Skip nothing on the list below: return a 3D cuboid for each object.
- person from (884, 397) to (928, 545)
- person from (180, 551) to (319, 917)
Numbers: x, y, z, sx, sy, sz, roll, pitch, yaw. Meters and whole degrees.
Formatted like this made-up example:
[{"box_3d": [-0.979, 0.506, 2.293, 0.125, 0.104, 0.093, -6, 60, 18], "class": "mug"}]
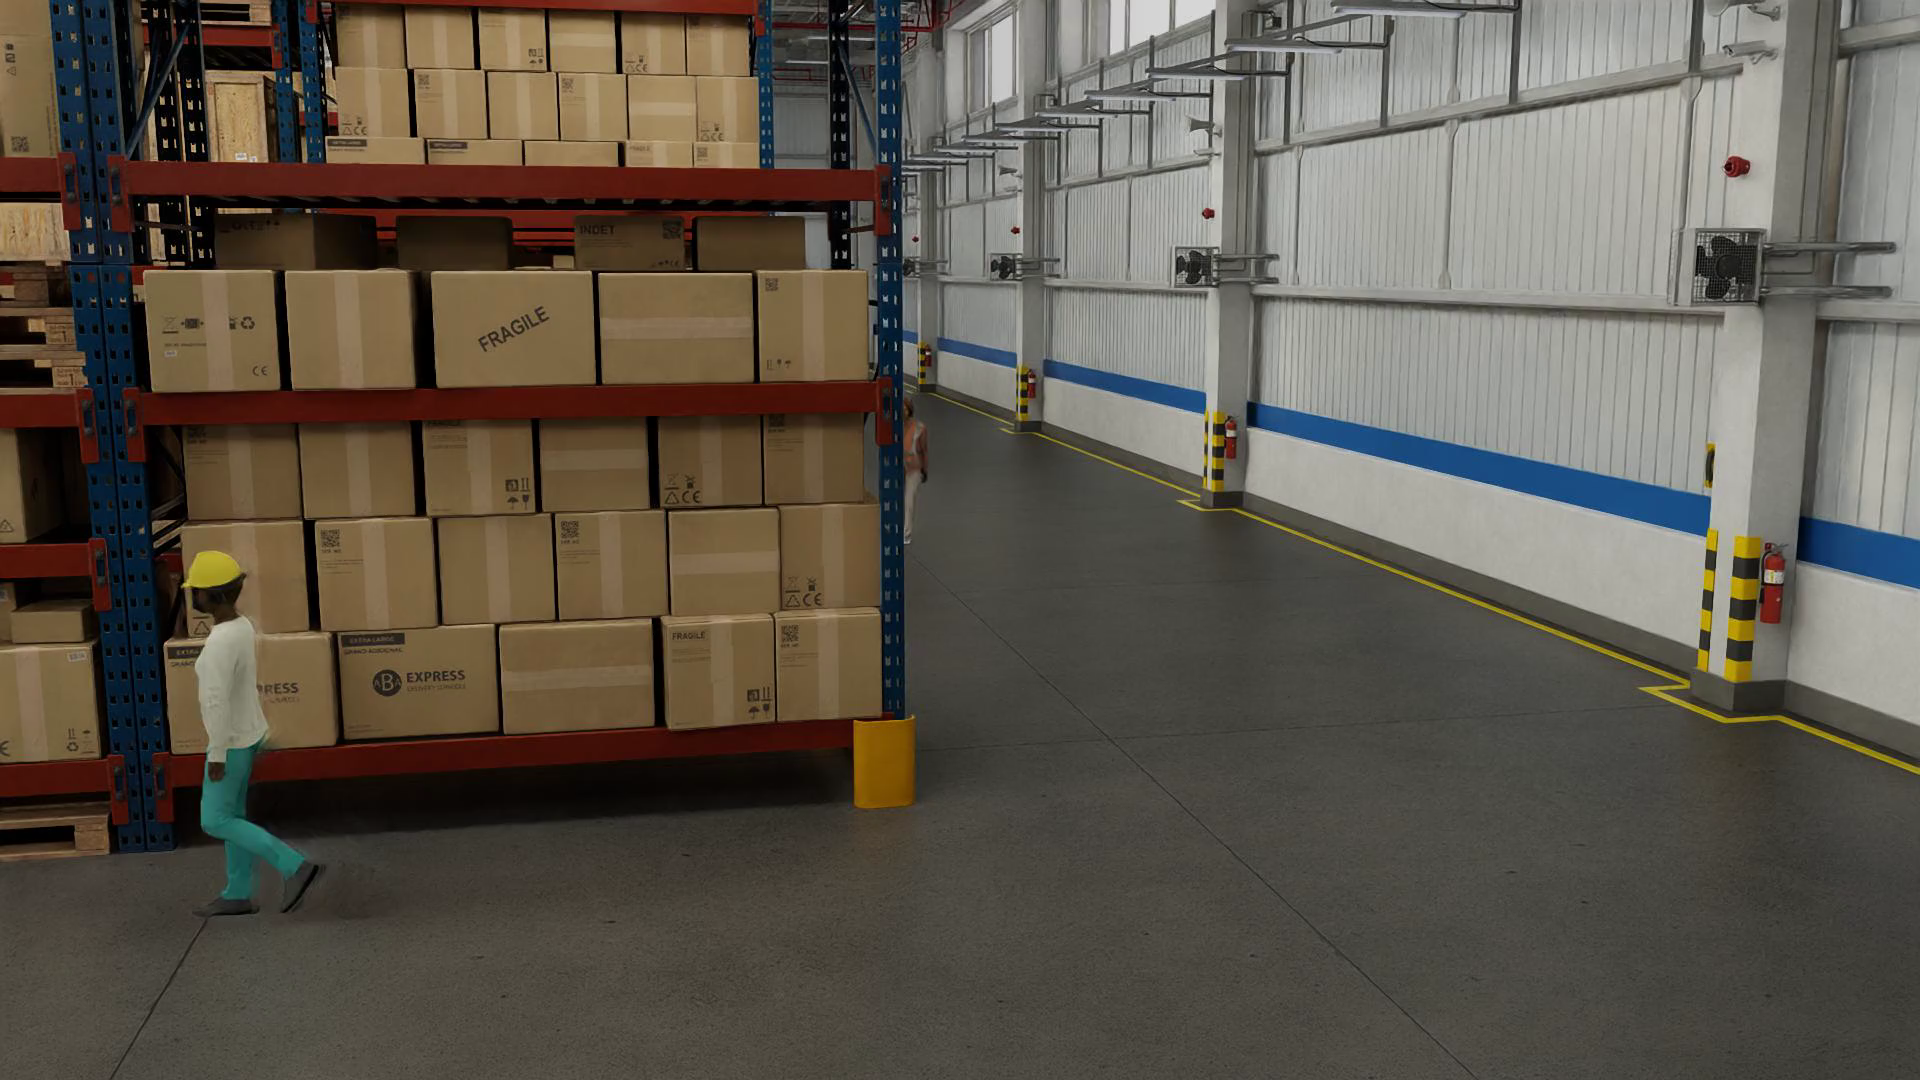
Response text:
[{"box_3d": [-0.599, -0.777, 18.381, 0.523, 1.621, 0.635, 2, 9, 10], "class": "person"}, {"box_3d": [-3.316, 0.912, 7.675, 0.493, 1.749, 0.535, -2, 10, -13], "class": "person"}]
